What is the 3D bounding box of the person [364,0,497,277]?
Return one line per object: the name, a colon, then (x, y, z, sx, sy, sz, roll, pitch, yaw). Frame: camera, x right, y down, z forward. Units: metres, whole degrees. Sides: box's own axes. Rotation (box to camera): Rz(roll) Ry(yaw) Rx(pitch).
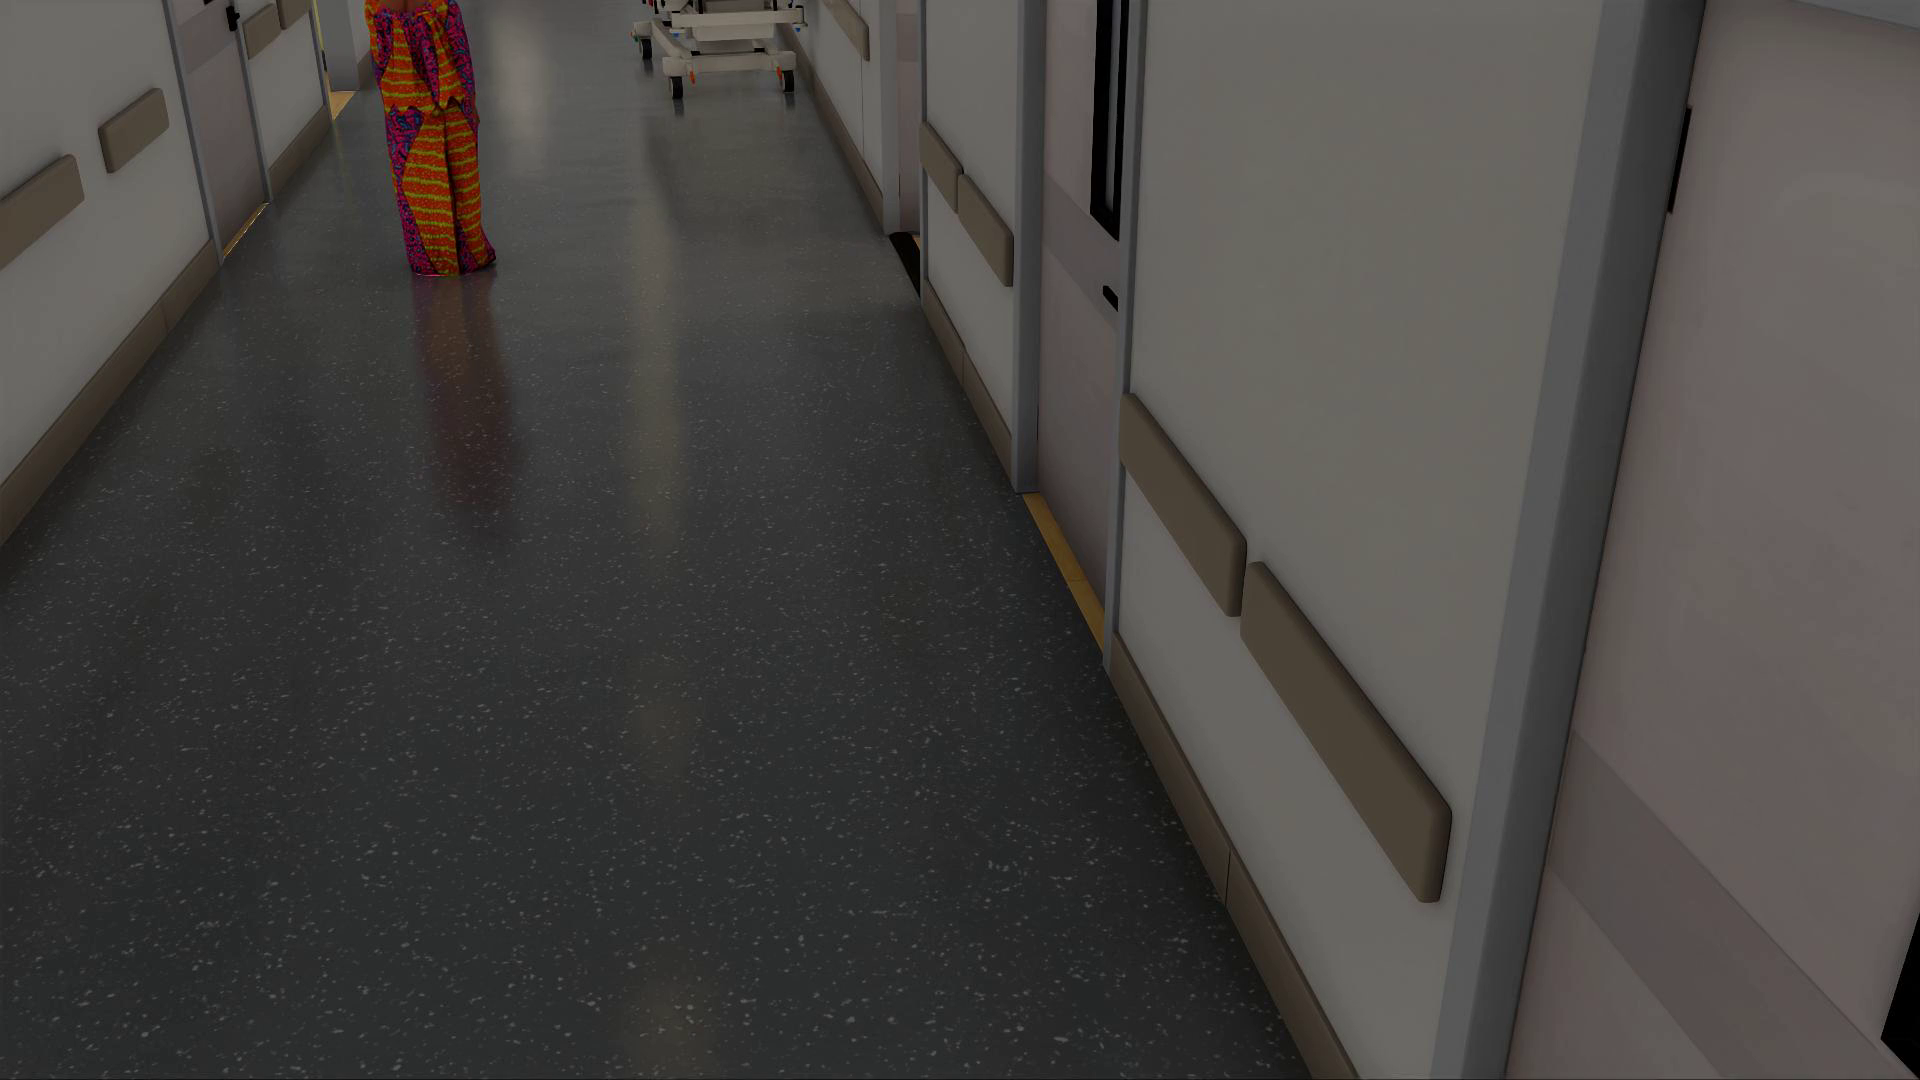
person: (-2.641, -2.183, 8.247, 0.673, 1.682, 0.778, 2, 26, 5)
